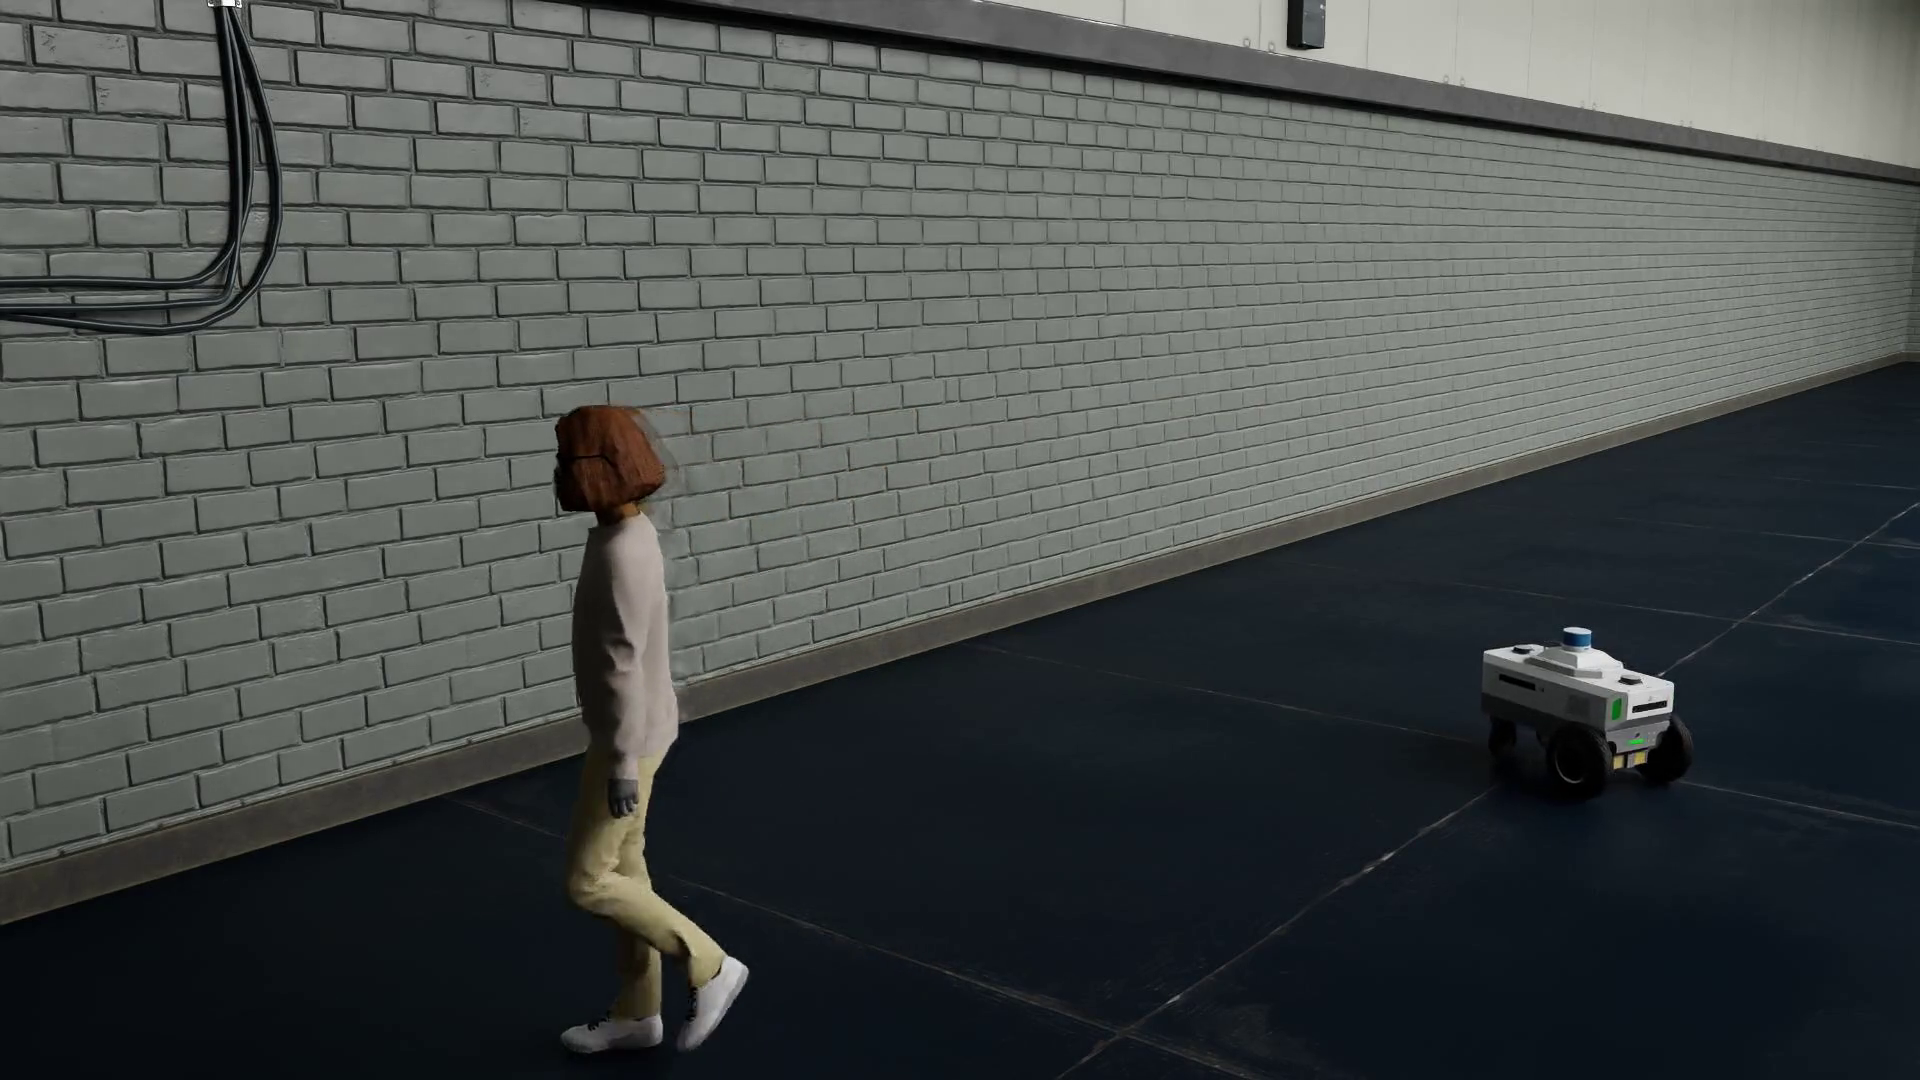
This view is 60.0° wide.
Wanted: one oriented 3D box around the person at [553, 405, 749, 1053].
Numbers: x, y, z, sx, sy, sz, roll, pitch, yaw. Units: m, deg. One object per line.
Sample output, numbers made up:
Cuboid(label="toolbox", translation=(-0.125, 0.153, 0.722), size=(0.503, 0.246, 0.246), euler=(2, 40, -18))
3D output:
Cuboid(label="person", translation=(-0.794, 0.483, 4.007), size=(0.402, 1.617, 0.518), euler=(-2, 10, -11))

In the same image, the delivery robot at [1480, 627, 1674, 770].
Cuboid(label="delivery robot", translation=(2.322, 0.575, 6.303), size=(0.477, 0.478, 0.707), euler=(-5, 12, -27))
